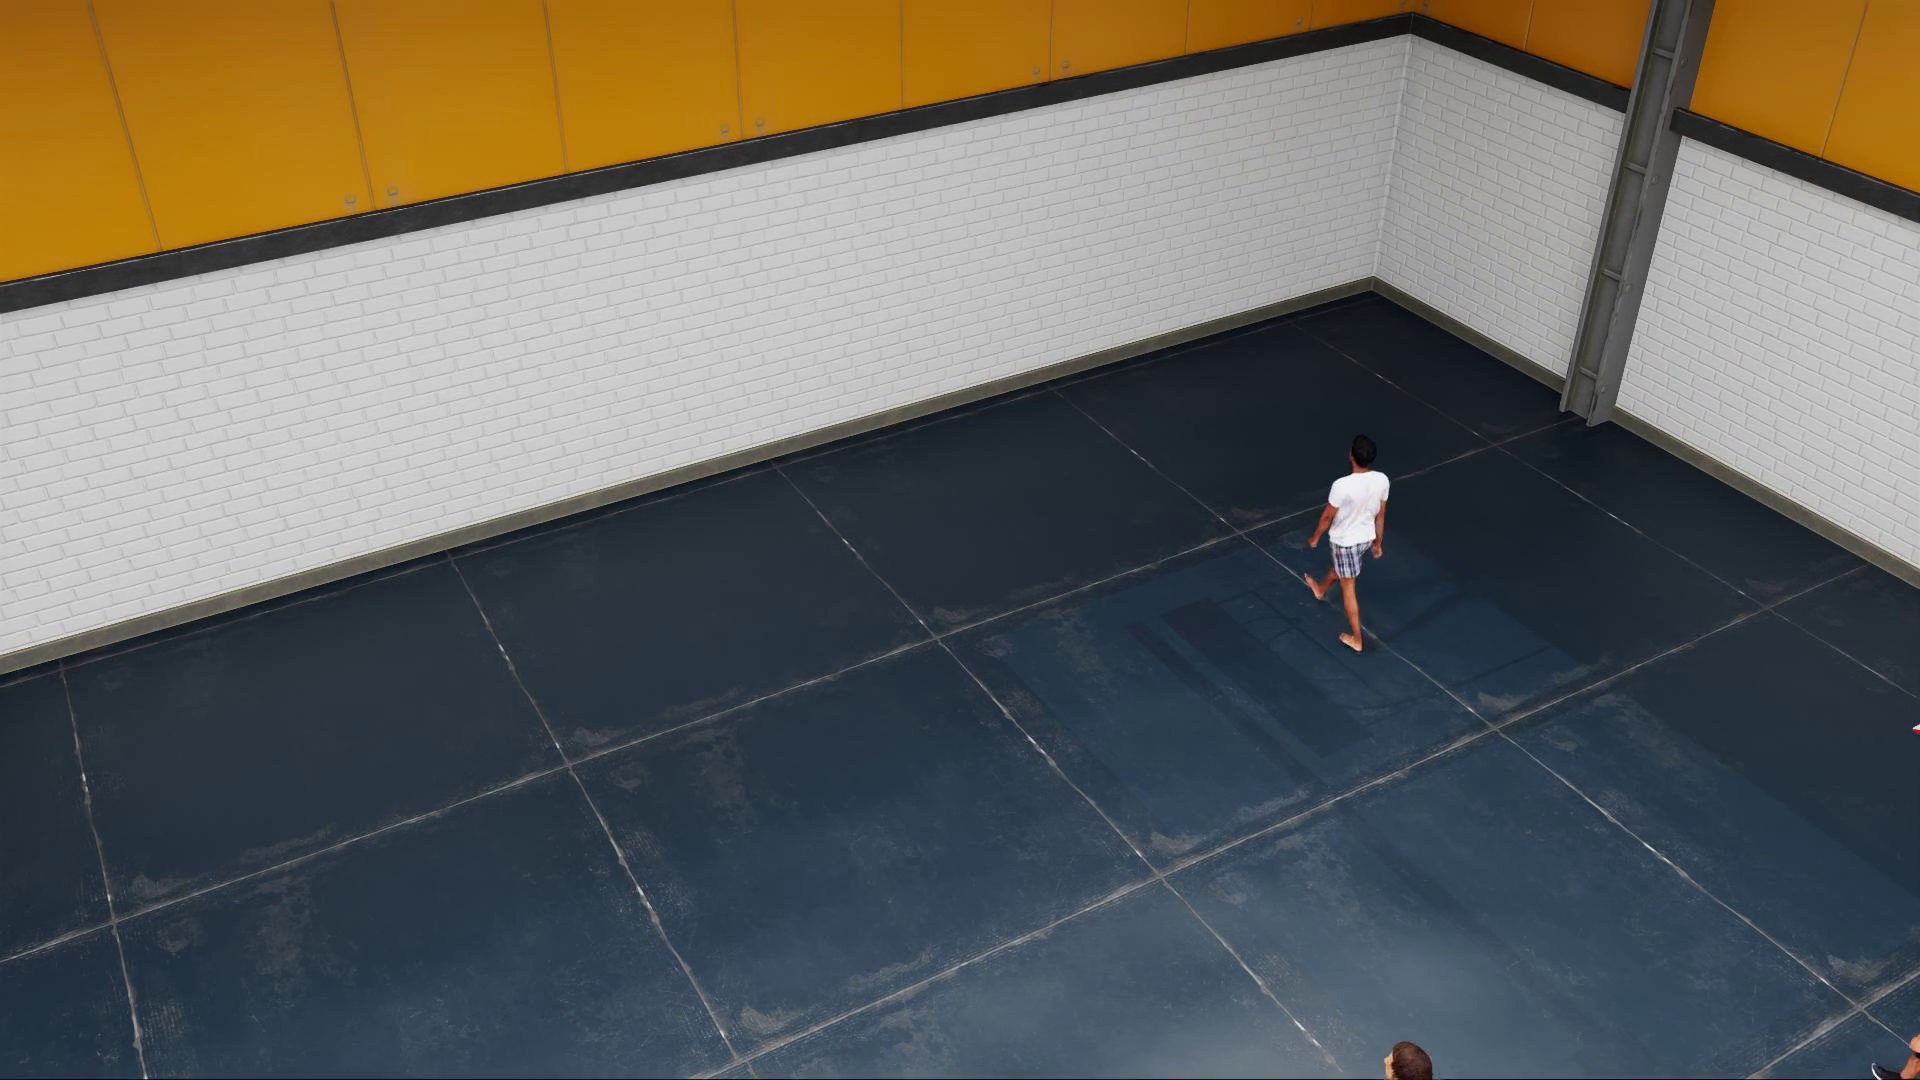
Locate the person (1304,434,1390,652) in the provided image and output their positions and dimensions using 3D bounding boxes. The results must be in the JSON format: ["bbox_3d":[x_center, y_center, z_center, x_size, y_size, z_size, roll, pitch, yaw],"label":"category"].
[{"bbox_3d":[3.005,0.072,12.602,0.671,1.678,1.131,-16,37,-22],"label":"person"}]
